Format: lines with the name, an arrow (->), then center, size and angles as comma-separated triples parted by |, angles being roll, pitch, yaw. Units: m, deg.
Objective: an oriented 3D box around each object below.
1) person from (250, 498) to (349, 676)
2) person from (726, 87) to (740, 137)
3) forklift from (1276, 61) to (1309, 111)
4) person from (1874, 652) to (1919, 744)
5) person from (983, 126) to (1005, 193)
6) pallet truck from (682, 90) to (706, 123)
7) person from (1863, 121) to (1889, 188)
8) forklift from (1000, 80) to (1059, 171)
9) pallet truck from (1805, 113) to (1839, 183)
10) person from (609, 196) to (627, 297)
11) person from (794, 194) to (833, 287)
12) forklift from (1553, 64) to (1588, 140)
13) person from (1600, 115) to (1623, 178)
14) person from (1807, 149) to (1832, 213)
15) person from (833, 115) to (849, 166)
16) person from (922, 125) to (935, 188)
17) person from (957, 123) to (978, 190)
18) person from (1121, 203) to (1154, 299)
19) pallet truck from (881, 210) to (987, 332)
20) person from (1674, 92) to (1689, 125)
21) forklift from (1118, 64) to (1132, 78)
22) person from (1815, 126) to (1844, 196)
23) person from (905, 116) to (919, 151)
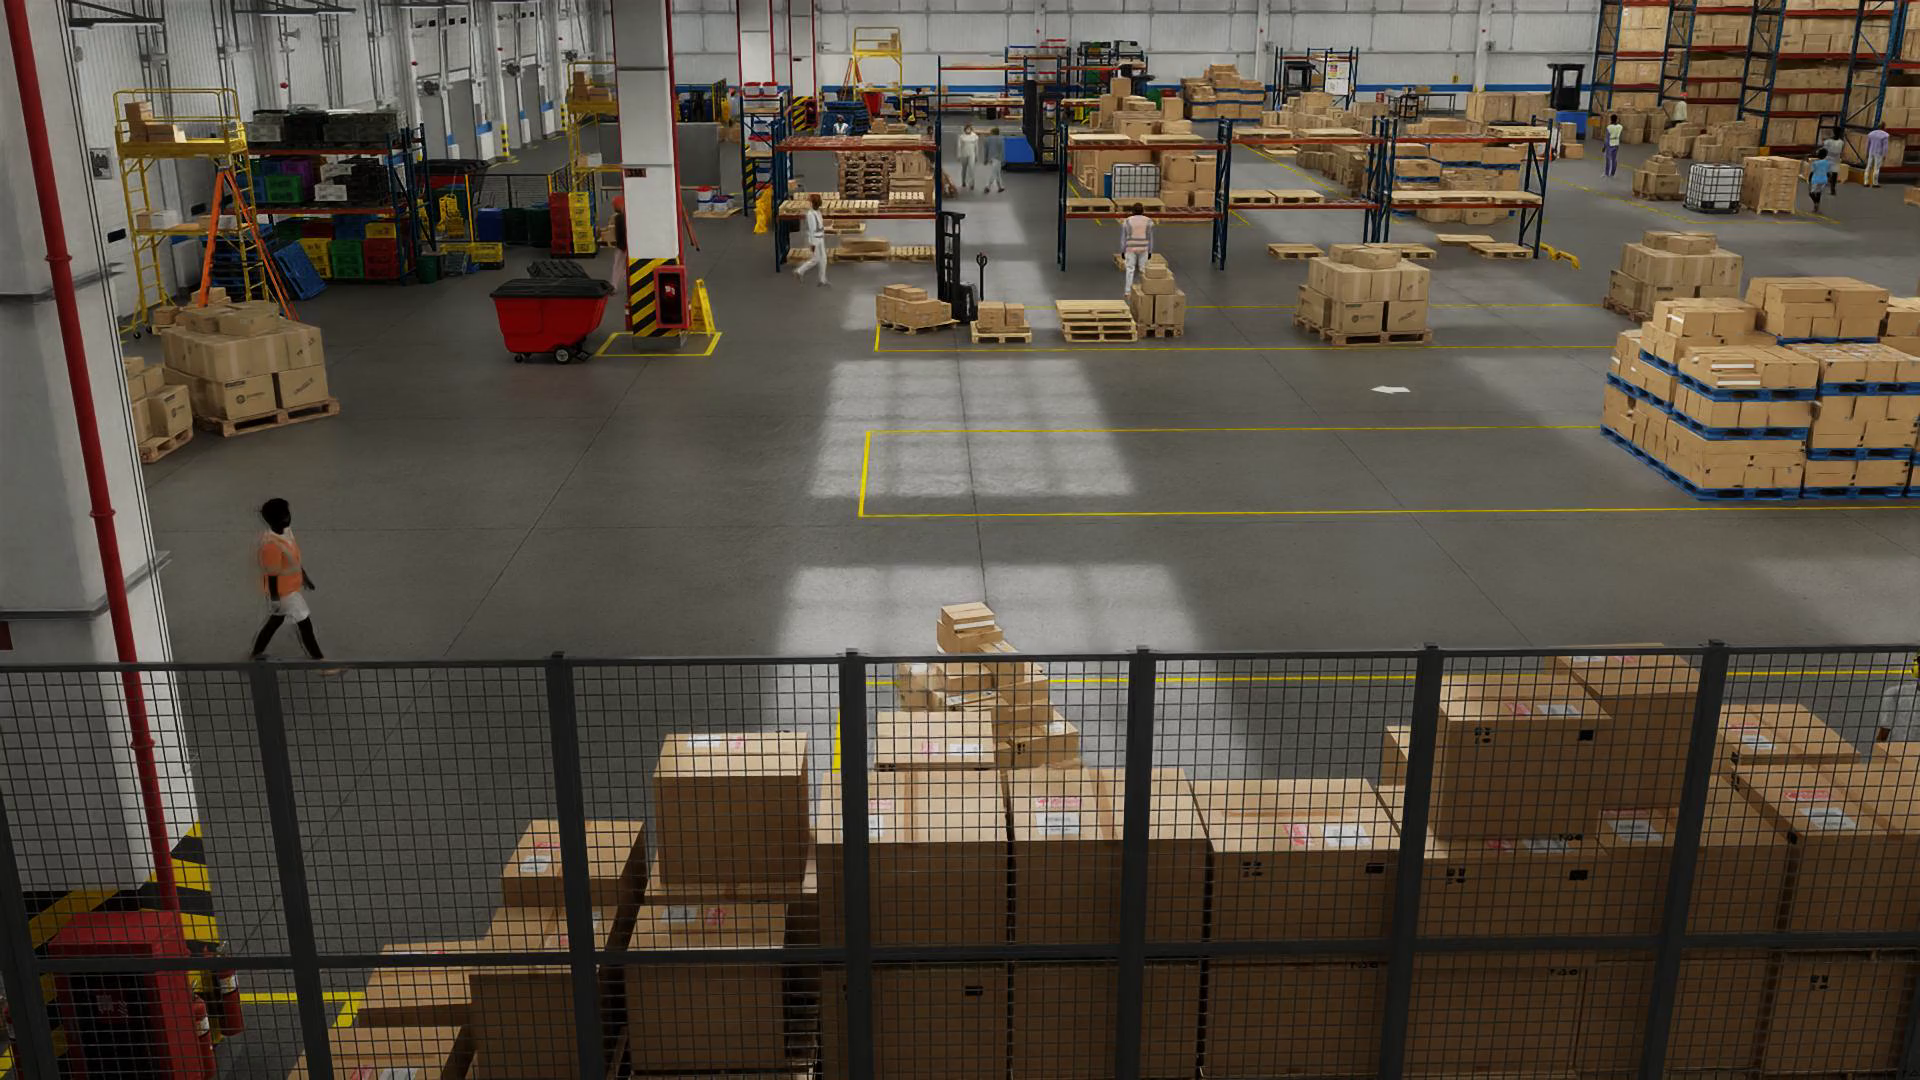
person -> -5.911, 0.418, 14.515 | 0.864, 1.655, 0.528 | -4, 19, -13
person -> -8.789, -16.800, 65.244 | 0.934, 1.898, 0.544 | -18, 25, -42
forklift -> 13.228, -17.508, 65.810 | 1.129, 2.768, 1.873 | -1, 19, -1
person -> 6.179, 1.555, 10.813 | 0.513, 1.872, 0.328 | 3, 19, 8
person -> 0.960, -10.928, 47.849 | 0.650, 1.884, 0.971 | 15, 24, 38
pallet truck -> -9.671, -15.907, 62.421 | 0.823, 1.965, 1.885 | 5, 19, 15
person -> 26.997, -11.356, 49.015 | 0.379, 1.937, 0.629 | -10, 21, -28
forklift -> 2.238, -13.269, 53.236 | 1.873, 2.768, 1.129 | -1, 19, -2
pallet truck -> 26.403, -11.957, 50.702 | 0.823, 1.965, 1.885 | 6, 19, 16
person -> -6.470, -5.673, 32.152 | 1.032, 1.945, 0.656 | -15, 24, -37
person -> -2.916, -5.953, 33.099 | 0.677, 1.861, 0.598 | 5, 19, 15
forklift -> 23.281, -16.817, 63.761 | 1.129, 2.768, 1.873 | -1, 19, -2
person -> 20.234, -12.220, 51.614 | 0.587, 1.913, 0.391 | -7, 20, -21
person -> 22.550, -9.404, 43.620 | 0.538, 1.681, 0.562 | 0, 19, 0
person -> -3.920, -13.146, 54.783 | 0.522, 1.640, 0.306 | 2, 19, 6
person -> -0.940, -11.334, 49.134 | 0.511, 1.828, 0.727 | -16, 24, -39
person -> 0.215, -11.313, 48.957 | 0.644, 1.900, 1.002 | -3, 19, -9
person -> 3.399, -5.559, 31.985 | 0.624, 1.835, 0.431 | -1, 19, -3
pallet truck -> -0.493, -4.759, 29.349 | 1.885, 1.965, 0.823 | -13, 23, -34
person -> 26.534, -15.507, 61.324 | 1.030, 1.954, 0.602 | 1, 19, 2
forklift -> 6.251, -16.612, 63.152 | 1.873, 2.768, 1.129 | 5, 19, 15
person -> 24.823, -10.823, 47.440 | 0.613, 1.942, 0.885 | -1, 19, -3
person -> -1.536, -12.763, 53.502 | 0.480, 1.733, 0.333 | -6, 20, -18
